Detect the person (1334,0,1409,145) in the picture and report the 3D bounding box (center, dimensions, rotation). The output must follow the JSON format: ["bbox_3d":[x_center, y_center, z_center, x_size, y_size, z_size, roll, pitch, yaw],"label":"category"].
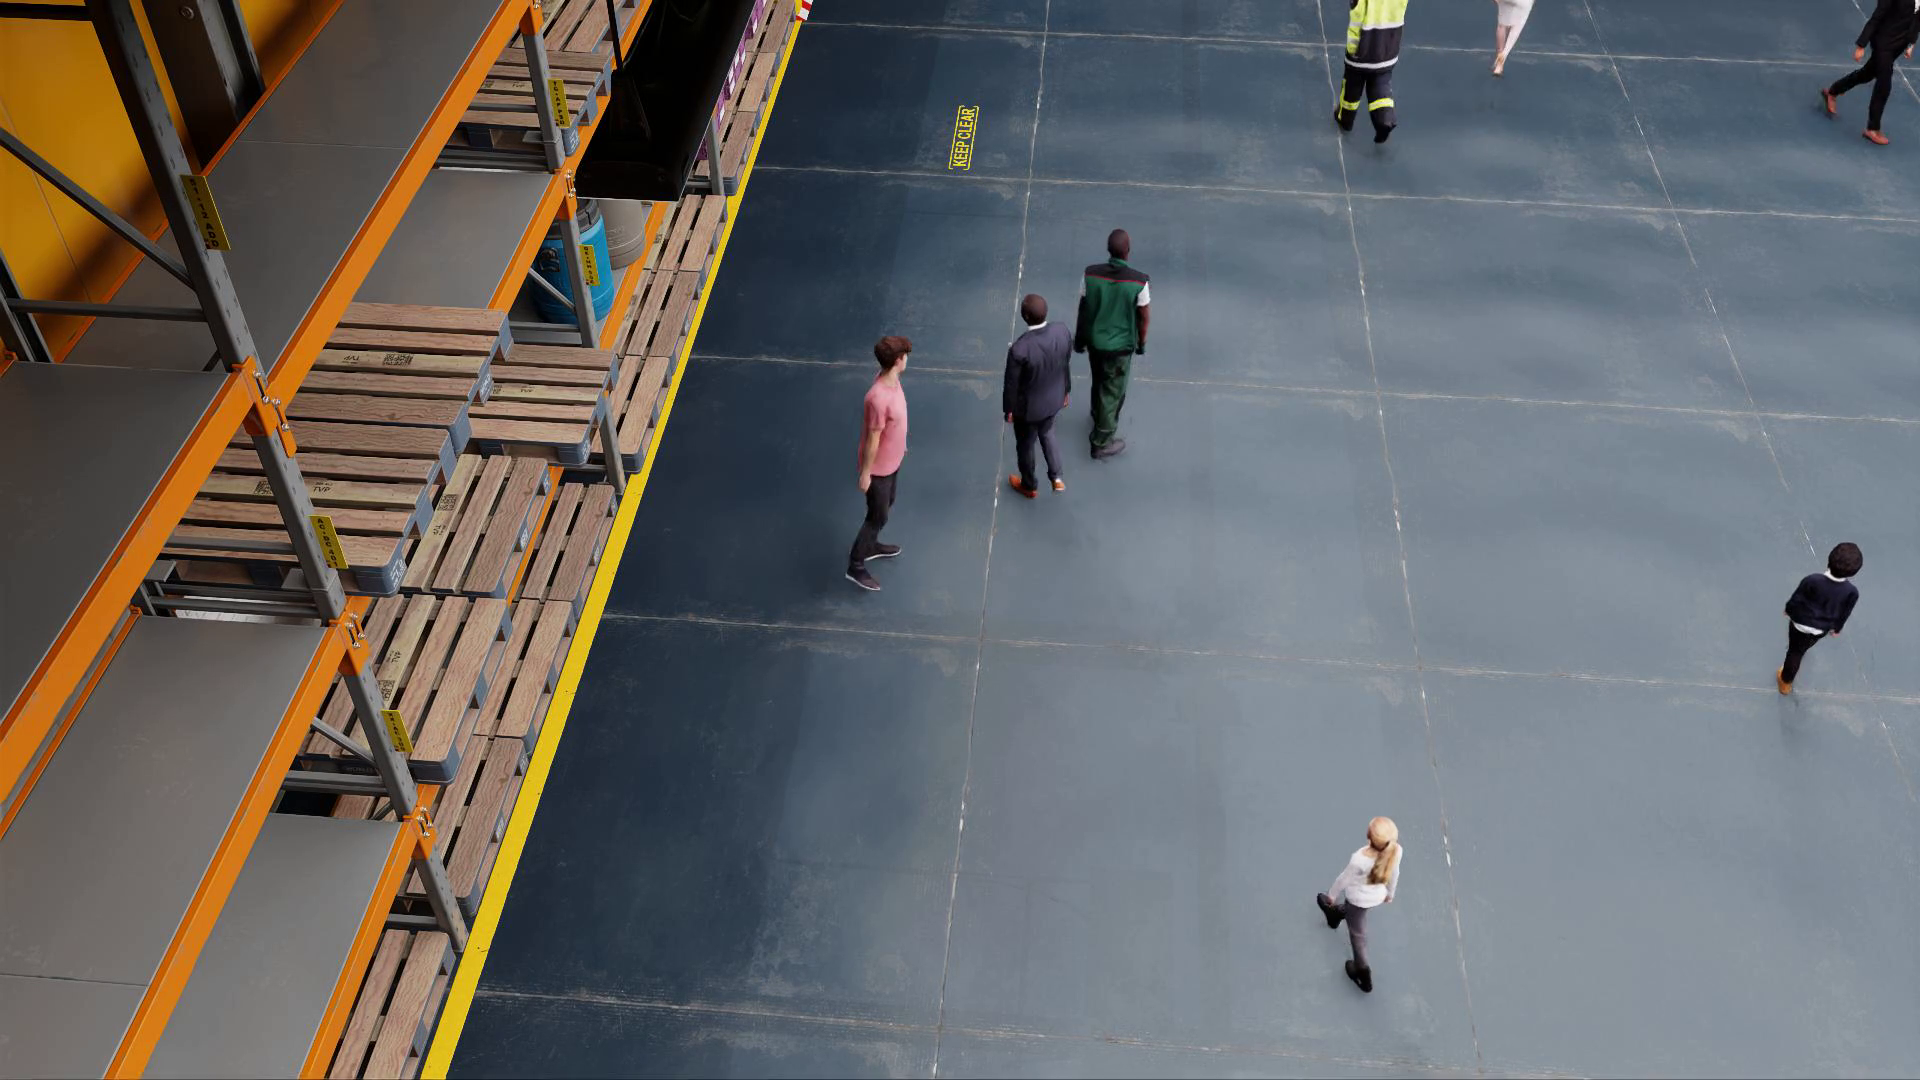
[{"bbox_3d":[3.952,-4.686,15.746,0.966,1.957,1.172,-10,44,-10],"label":"person"}]

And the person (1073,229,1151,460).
[{"bbox_3d":[1.118,-1.429,12.435,0.870,1.808,1.001,22,48,22],"label":"person"}]

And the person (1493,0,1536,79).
[{"bbox_3d":[5.528,-5.393,16.616,0.733,1.780,0.886,18,46,18],"label":"person"}]

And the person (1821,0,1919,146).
[{"bbox_3d":[8.833,-4.800,15.950,1.061,1.840,1.303,-16,46,-16],"label":"person"}]

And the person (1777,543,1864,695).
[{"bbox_3d":[5.563,0.539,10.804,0.594,1.208,0.798,11,45,11],"label":"person"}]

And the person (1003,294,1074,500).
[{"bbox_3d":[0.602,-0.957,11.936,0.879,1.813,0.933,-22,48,-21],"label":"person"}]

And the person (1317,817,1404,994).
[{"bbox_3d":[2.267,2.026,9.217,0.760,1.245,0.957,-16,46,-16],"label":"person"}]

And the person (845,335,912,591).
[{"bbox_3d":[-0.608,-0.530,11.408,0.879,1.922,0.624,15,46,15],"label":"person"}]
